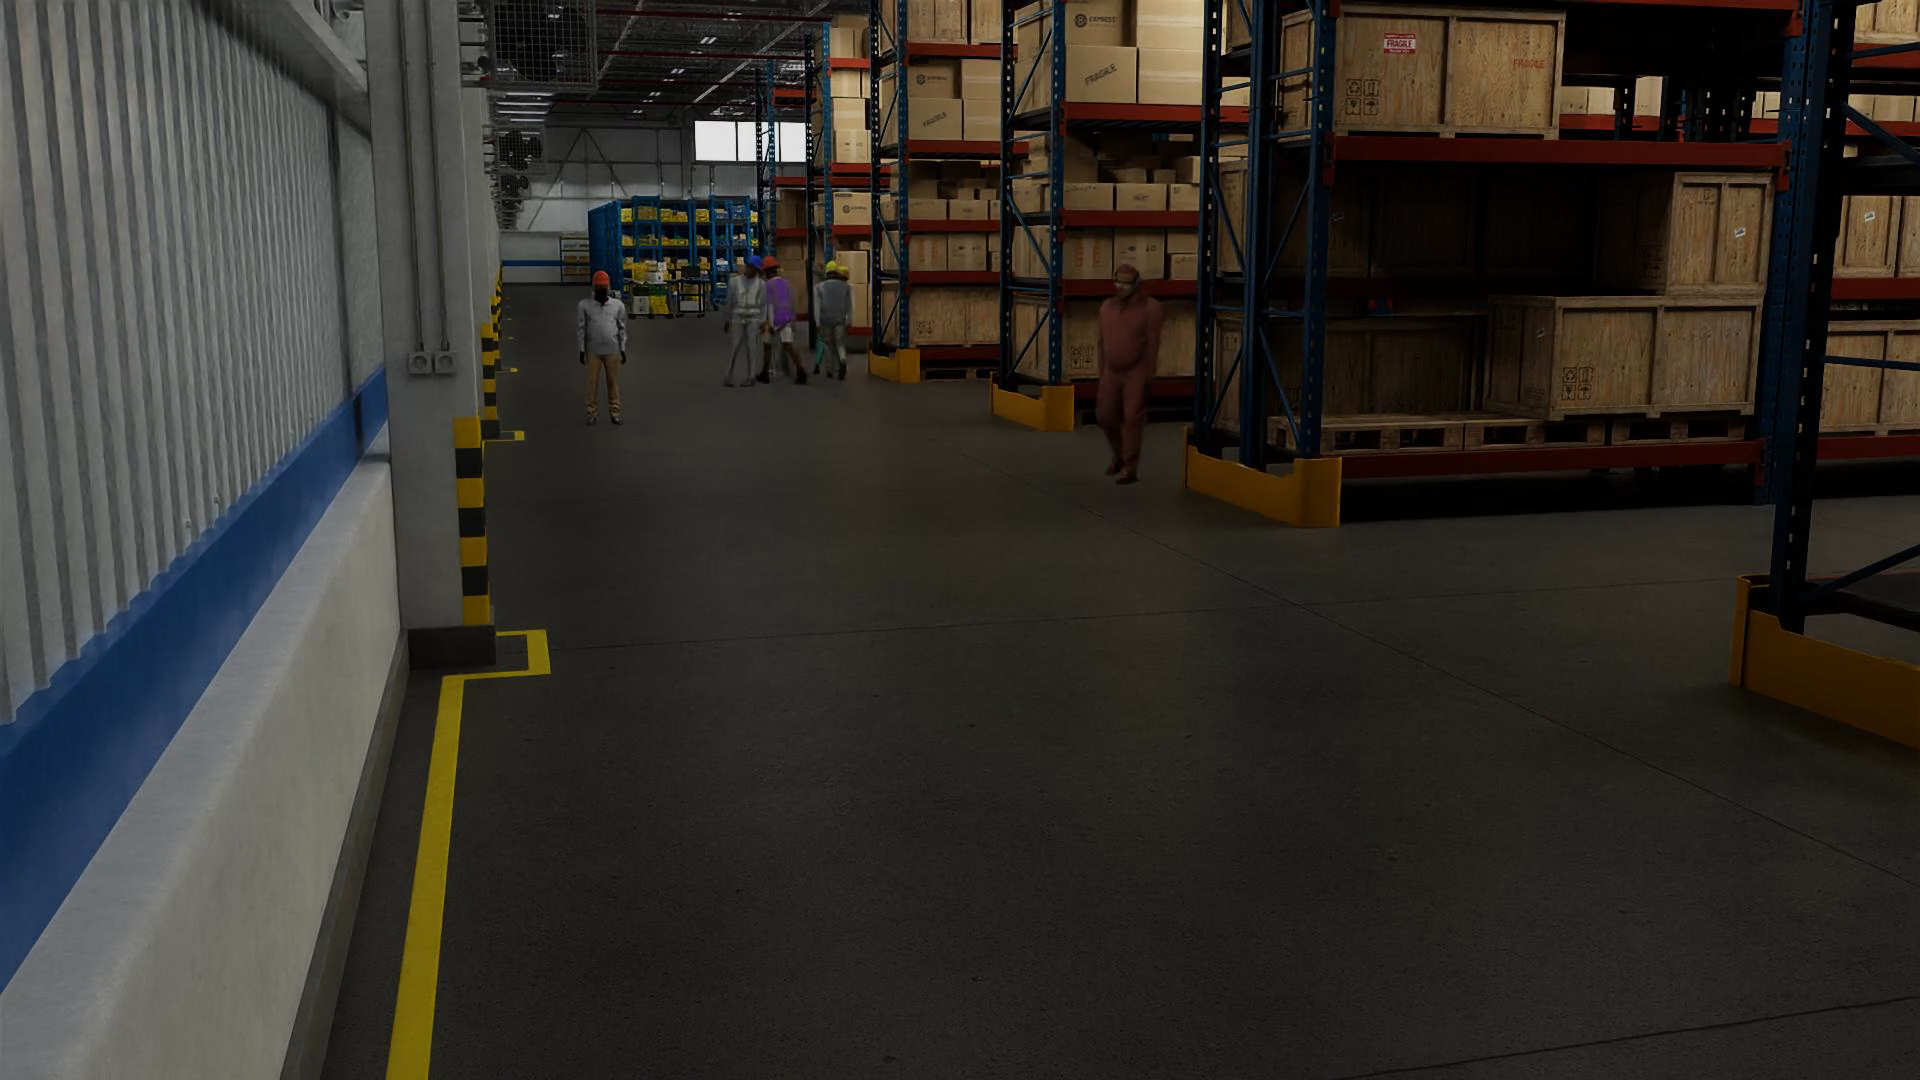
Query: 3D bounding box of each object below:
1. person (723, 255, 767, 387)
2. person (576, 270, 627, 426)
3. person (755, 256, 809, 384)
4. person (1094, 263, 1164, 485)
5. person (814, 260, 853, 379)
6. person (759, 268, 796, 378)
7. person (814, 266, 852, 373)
[{"bbox_3d":[-3.109,-3.156,24.014,0.645,1.900,0.417,-2,10,-11],"label":"person"},{"bbox_3d":[-4.060,-2.177,18.879,0.563,1.755,0.321,-4,11,-20],"label":"person"},{"bbox_3d":[-2.651,-3.219,24.446,0.970,1.890,0.547,7,12,36],"label":"person"},{"bbox_3d":[1.416,-1.426,14.256,0.647,1.886,0.437,7,12,34],"label":"person"},{"bbox_3d":[-1.923,-3.339,25.303,0.589,1.814,0.557,-3,10,-15],"label":"person"},{"bbox_3d":[-2.821,-3.331,25.598,0.548,1.692,0.896,5,11,25],"label":"person"},{"bbox_3d":[-2.034,-3.520,26.600,0.607,1.711,0.840,5,11,28],"label":"person"}]
